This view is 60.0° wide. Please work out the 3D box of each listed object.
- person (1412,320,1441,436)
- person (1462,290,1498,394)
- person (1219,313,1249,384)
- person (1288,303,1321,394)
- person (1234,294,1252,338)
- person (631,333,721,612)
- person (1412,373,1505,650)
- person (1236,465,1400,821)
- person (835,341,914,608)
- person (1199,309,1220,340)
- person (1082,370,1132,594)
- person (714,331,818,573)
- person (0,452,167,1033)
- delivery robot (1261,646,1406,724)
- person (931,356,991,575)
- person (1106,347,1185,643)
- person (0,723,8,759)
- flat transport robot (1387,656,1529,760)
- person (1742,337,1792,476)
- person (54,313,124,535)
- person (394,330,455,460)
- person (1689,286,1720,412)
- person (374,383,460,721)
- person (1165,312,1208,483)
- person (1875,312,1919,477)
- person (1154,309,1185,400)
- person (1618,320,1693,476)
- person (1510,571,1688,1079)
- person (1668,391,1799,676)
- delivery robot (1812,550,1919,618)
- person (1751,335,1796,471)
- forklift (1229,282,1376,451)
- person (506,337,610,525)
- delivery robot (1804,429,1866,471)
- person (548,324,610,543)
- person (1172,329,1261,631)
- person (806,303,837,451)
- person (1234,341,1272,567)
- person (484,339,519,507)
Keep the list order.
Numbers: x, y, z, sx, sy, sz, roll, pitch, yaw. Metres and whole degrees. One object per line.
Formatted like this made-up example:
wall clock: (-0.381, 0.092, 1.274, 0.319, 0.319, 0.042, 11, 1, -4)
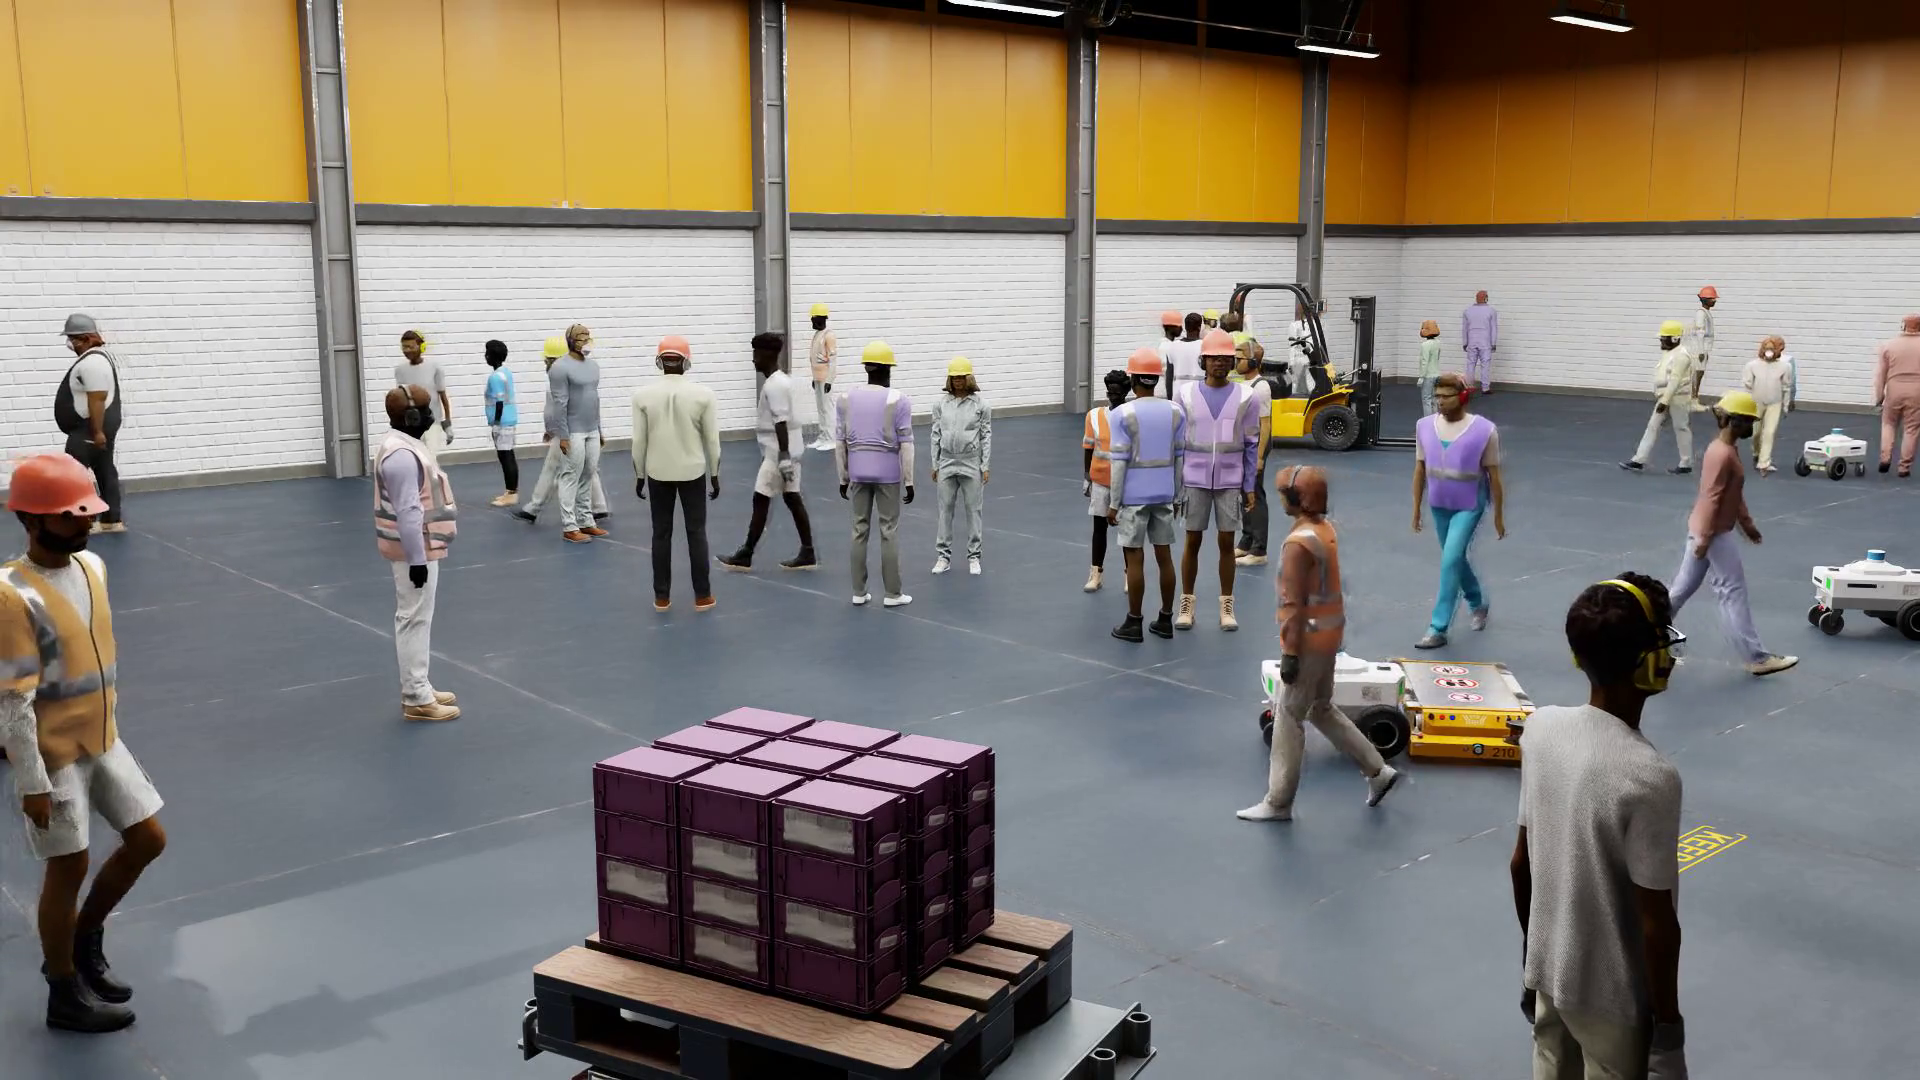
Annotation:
person: (6.593, -2.272, 23.434, 0.286, 1.633, 0.499, 7, 12, 37)
person: (9.577, -3.636, 30.620, 0.640, 1.910, 0.401, 7, 12, 36)
person: (3.521, -2.001, 21.335, 0.825, 1.818, 0.634, 8, 12, 39)
person: (5.302, -2.766, 25.768, 0.588, 1.824, 1.001, -3, 10, -15)
person: (4.741, -3.213, 28.199, 0.339, 1.884, 0.581, -3, 10, -20)
person: (-2.018, -0.478, 11.878, 0.622, 1.990, 0.402, -1, 10, -4)
person: (3.315, -0.218, 10.967, 0.956, 1.794, 0.602, -9, 13, -42)
person: (1.629, 0.469, 7.436, 0.627, 1.617, 0.536, 3, 10, 19)
person: (-0.604, -0.472, 12.039, 0.594, 1.922, 0.375, 3, 10, 19)
person: (3.660, -2.524, 24.541, 0.329, 1.762, 0.523, -2, 10, -12)
person: (1.174, -0.436, 12.513, 0.533, 1.692, 0.319, 3, 10, 15)
person: (-1.569, -0.695, 13.331, 0.892, 1.927, 0.626, 1, 10, 4)
person: (-2.861, 0.668, 5.382, 0.410, 1.918, 0.561, 1, 10, 7)
delivery robot: (1.916, 0.756, 8.584, 0.707, 0.478, 0.477, 1, 10, 6)
person: (0.003, -0.588, 13.253, 0.484, 1.745, 0.296, 2, 10, 9)
person: (1.208, -0.293, 10.955, 0.545, 1.939, 0.373, -4, 10, -22)
person: (-4.923, 0.216, 8.142, 0.862, 1.873, 0.680, 1, 10, 4)
flat transport robot: (2.687, 0.882, 8.951, 0.652, 0.197, 1.431, 2, 10, 9)
person: (9.390, -1.569, 19.389, 0.508, 1.607, 0.718, 5, 11, 28)
person: (-7.963, -1.050, 15.087, 0.640, 2.000, 0.692, -3, 10, -18)
person: (-5.145, -1.099, 16.002, 0.533, 1.833, 0.509, 1, 10, 8)
person: (12.137, -3.109, 27.138, 0.374, 2.044, 0.605, 5, 11, 27)
person: (-2.976, 0.065, 9.134, 0.429, 1.846, 0.633, -3, 10, -18)
person: (2.554, -1.554, 18.409, 0.589, 1.915, 0.393, 5, 11, 28)
person: (10.893, -1.664, 19.117, 0.655, 1.891, 0.451, 6, 11, 32)
person: (2.456, -1.748, 19.565, 0.582, 1.932, 0.551, 3, 10, 15)
person: (8.078, -1.625, 19.162, 0.889, 1.789, 0.590, 0, 10, 1)
person: (1.396, 0.993, 3.614, 0.328, 1.877, 0.514, -3, 10, -17)
person: (4.647, -0.045, 10.168, 0.885, 1.706, 0.525, 3, 10, 19)
delivery robot: (6.146, 0.310, 11.192, 0.707, 0.478, 0.477, 2, 10, 11)
person: (9.662, -1.635, 19.822, 0.720, 1.587, 0.563, -5, 11, -28)
forklift: (4.328, -2.346, 22.227, 2.313, 2.155, 1.214, 3, 10, 16)
person: (-3.779, -1.015, 15.635, 0.968, 1.767, 0.594, -1, 10, -6)
delivery robot: (10.026, -1.032, 19.050, 0.707, 0.478, 0.477, -5, 11, -26)
person: (-3.378, -0.950, 14.800, 0.372, 1.940, 0.630, 4, 10, 21)
person: (1.716, -0.400, 11.265, 0.606, 2.048, 0.366, 1, 10, 7)
person: (-1.805, -2.134, 21.762, 0.370, 1.929, 0.585, -5, 11, -25)
person: (2.378, -0.706, 13.643, 0.326, 1.843, 0.515, -2, 10, -10)
person: (-4.653, -1.183, 16.870, 0.317, 1.695, 0.540, -1, 10, -4)
